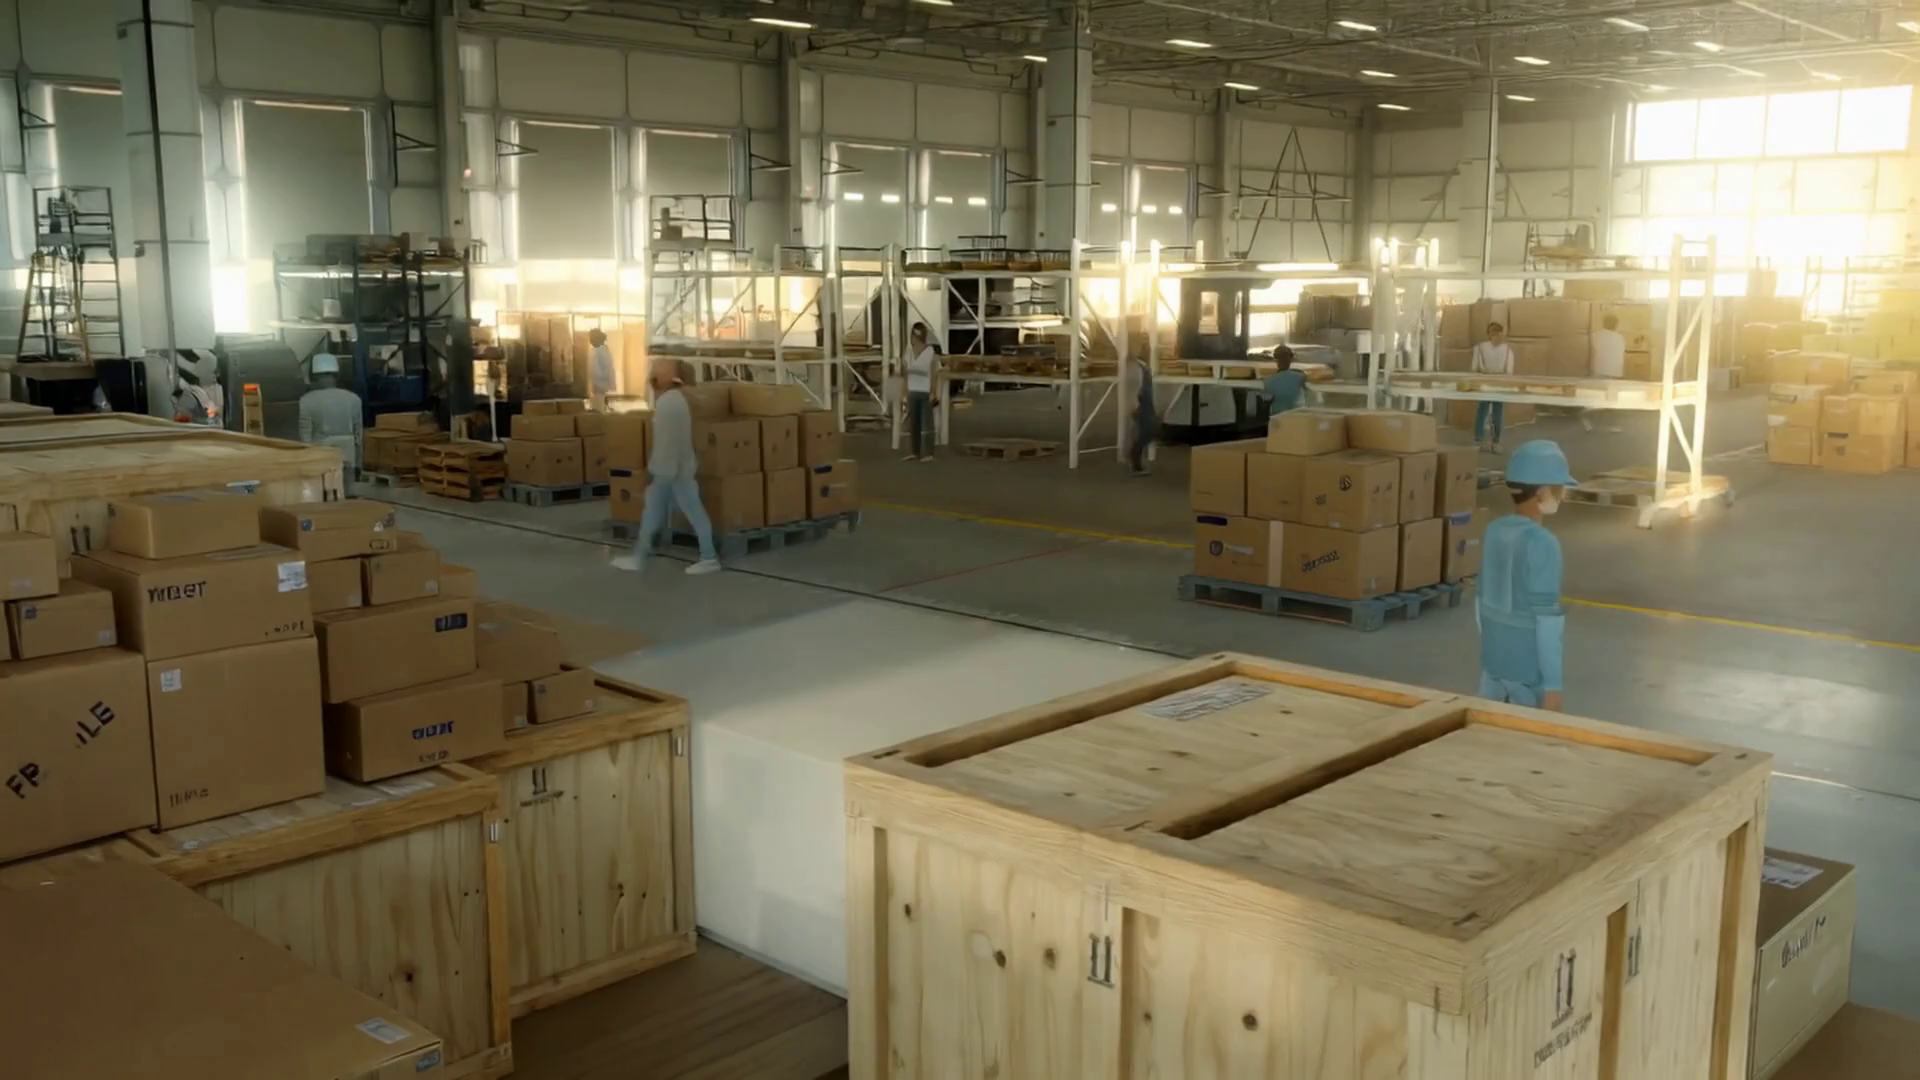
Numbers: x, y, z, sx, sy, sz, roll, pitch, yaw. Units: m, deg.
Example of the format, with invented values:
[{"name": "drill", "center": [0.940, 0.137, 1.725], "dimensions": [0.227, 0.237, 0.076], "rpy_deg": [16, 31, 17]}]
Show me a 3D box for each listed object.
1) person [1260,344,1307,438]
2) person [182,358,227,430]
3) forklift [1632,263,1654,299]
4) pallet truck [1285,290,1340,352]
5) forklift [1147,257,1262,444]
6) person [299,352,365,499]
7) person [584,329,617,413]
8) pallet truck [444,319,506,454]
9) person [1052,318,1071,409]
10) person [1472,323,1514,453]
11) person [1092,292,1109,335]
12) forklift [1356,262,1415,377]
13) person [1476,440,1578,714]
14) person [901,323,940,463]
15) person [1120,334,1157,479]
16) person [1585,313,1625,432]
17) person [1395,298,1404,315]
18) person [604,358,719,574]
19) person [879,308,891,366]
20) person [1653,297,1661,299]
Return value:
[{"name": "person", "center": [3.431, -1.147, 17.692], "dimensions": [0.520, 1.865, 0.332], "rpy_deg": [-1, 9, -7]}, {"name": "person", "center": [-8.189, -1.132, 18.096], "dimensions": [0.321, 1.699, 0.535], "rpy_deg": [5, 10, 26]}, {"name": "forklift", "center": [18.508, -6.155, 45.282], "dimensions": [1.873, 2.768, 1.129], "rpy_deg": [3, 10, 17]}, {"name": "pallet truck", "center": [11.297, -6.951, 52.861], "dimensions": [1.885, 1.965, 0.823], "rpy_deg": [-5, 11, -29]}, {"name": "forklift", "center": [3.762, -2.942, 25.579], "dimensions": [1.129, 2.768, 1.873], "rpy_deg": [9, 13, 43]}, {"name": "person", "center": [-5.575, -0.698, 14.768], "dimensions": [0.400, 1.922, 0.592], "rpy_deg": [7, 12, 38]}, {"name": "person", "center": [-5.259, -2.197, 24.354], "dimensions": [0.971, 1.796, 0.644], "rpy_deg": [-3, 10, -17]}, {"name": "pallet truck", "center": [-6.981, -1.942, 22.150], "dimensions": [1.885, 1.965, 0.823], "rpy_deg": [1, 9, 9]}, {"name": "person", "center": [1.979, -3.336, 31.500], "dimensions": [0.485, 1.738, 0.320], "rpy_deg": [-2, 9, -13]}, {"name": "person", "center": [7.683, -2.189, 24.020], "dimensions": [0.574, 1.882, 0.356], "rpy_deg": [0, 9, 3]}, {"name": "person", "center": [4.347, -6.691, 51.486], "dimensions": [0.544, 1.930, 0.389], "rpy_deg": [1, 9, 5]}, {"name": "forklift", "center": [10.597, -5.399, 40.648], "dimensions": [1.129, 2.768, 1.873], "rpy_deg": [7, 12, 38]}, {"name": "person", "center": [2.422, 0.537, 7.133], "dimensions": [0.361, 1.939, 0.542], "rpy_deg": [-2, 9, -13]}, {"name": "person", "center": [-0.535, -2.024, 22.897], "dimensions": [0.592, 1.920, 0.392], "rpy_deg": [7, 11, 35]}, {"name": "person", "center": [2.302, -1.685, 21.080], "dimensions": [0.402, 1.832, 0.534], "rpy_deg": [3, 10, 15]}, {"name": "person", "center": [10.566, -2.733, 27.213], "dimensions": [0.408, 1.947, 0.638], "rpy_deg": [-6, 11, -34]}, {"name": "person", "center": [11.174, -5.132, 41.947], "dimensions": [0.559, 1.920, 0.559], "rpy_deg": [-2, 9, -12]}, {"name": "person", "center": [-2.585, -0.620, 14.391], "dimensions": [1.025, 1.881, 0.652], "rpy_deg": [-3, 10, -19]}, {"name": "person", "center": [-1.989, -5.345, 44.143], "dimensions": [0.313, 1.634, 0.514], "rpy_deg": [1, 9, 6]}, {"name": "person", "center": [18.259, -5.409, 43.615], "dimensions": [0.628, 1.931, 0.357], "rpy_deg": [-6, 11, -33]}]
